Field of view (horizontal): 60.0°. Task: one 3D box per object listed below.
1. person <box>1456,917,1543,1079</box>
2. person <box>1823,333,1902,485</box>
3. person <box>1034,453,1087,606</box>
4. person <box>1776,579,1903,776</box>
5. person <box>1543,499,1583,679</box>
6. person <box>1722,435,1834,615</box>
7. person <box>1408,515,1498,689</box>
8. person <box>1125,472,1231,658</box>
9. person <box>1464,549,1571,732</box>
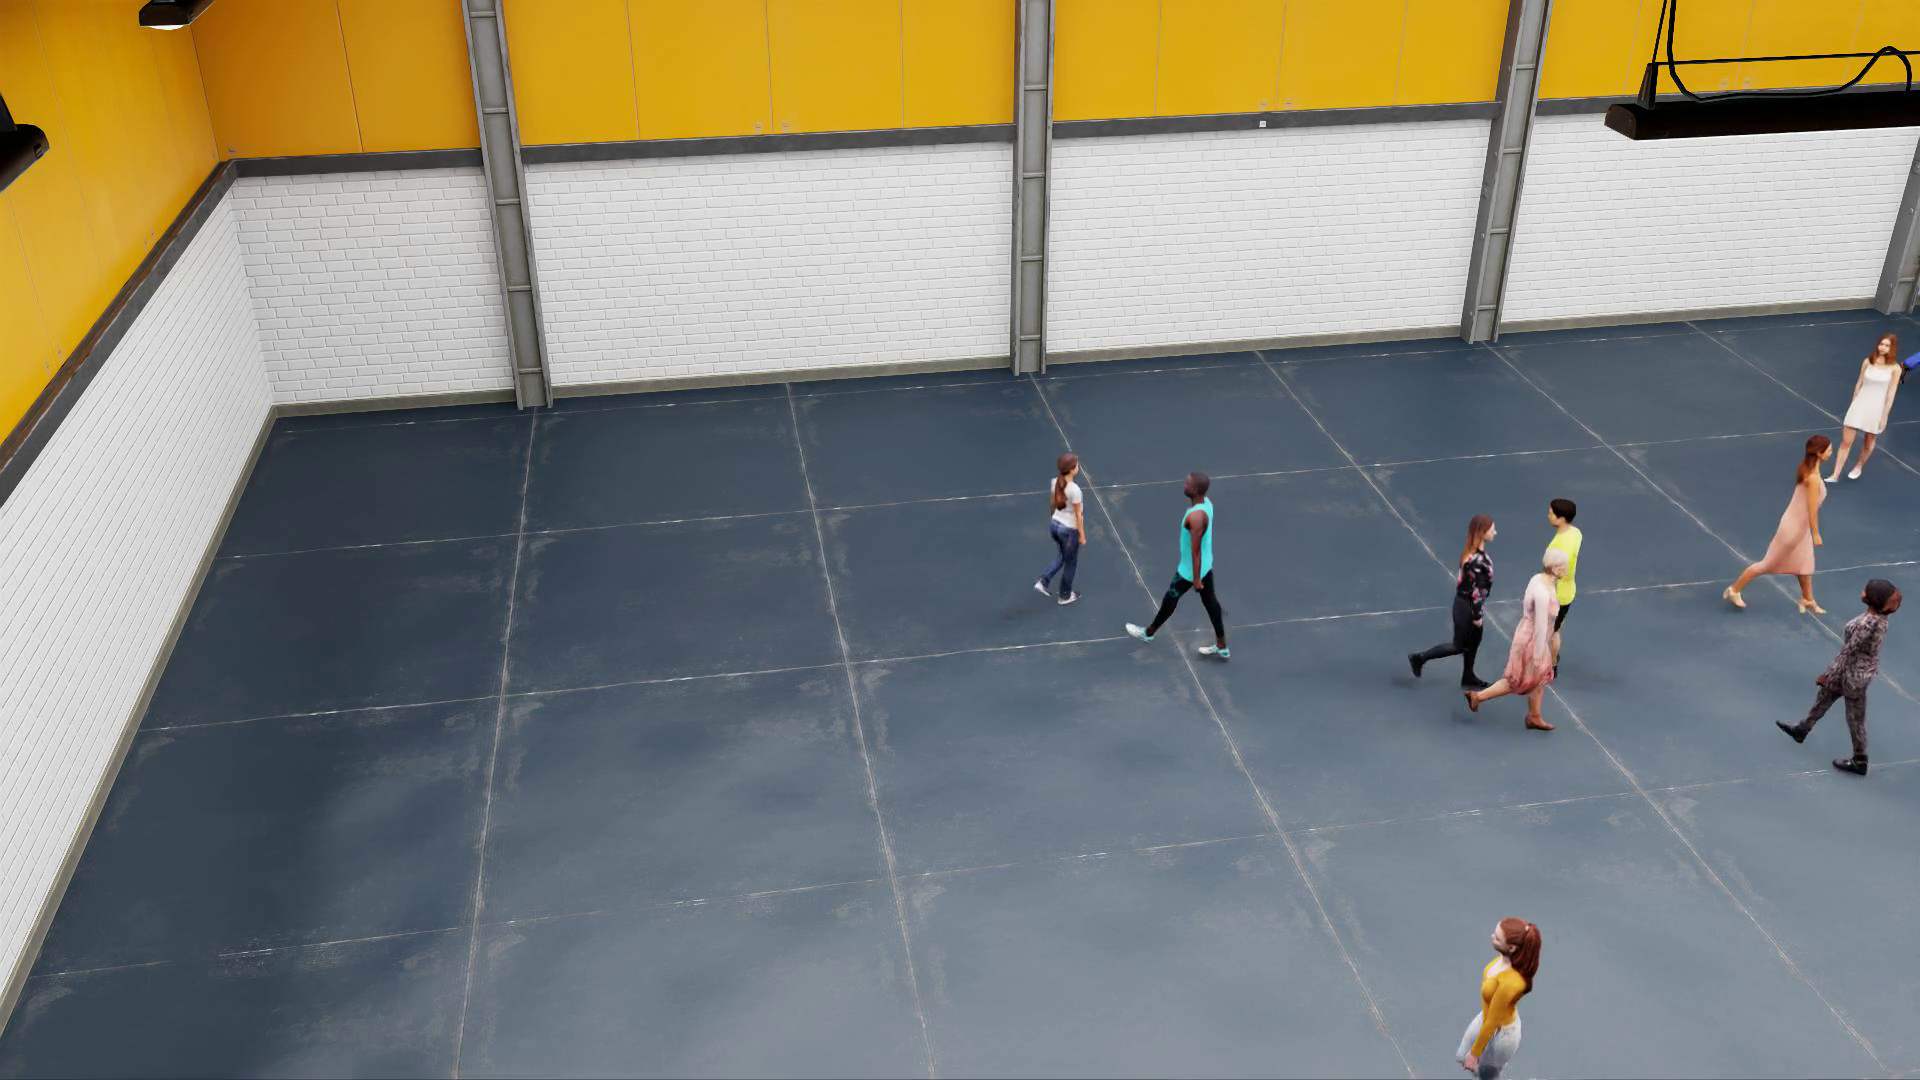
[{"bbox_3d":[3.219,2.915,9.695,0.745,1.739,0.706,9,30,15],"label":"person"},{"bbox_3d":[9.706,-1.413,17.679,0.906,1.691,1.038,25,37,38],"label":"person"},{"bbox_3d":[0.933,-0.077,15.382,0.798,1.547,0.682,-18,33,-29],"label":"person"},{"bbox_3d":[7.123,1.114,13.054,1.027,1.684,0.990,-25,38,-38],"label":"person"},{"bbox_3d":[5.221,0.432,14.292,0.795,1.696,0.774,10,30,18],"label":"person"},{"bbox_3d":[7.505,-0.100,15.172,1.199,1.788,1.009,12,31,20],"label":"person"},{"bbox_3d":[4.238,0.555,14.100,1.022,1.664,0.847,9,30,16],"label":"person"},{"bbox_3d":[2.155,0.272,14.517,1.249,1.762,1.061,12,31,20],"label":"person"},{"bbox_3d":[4.576,0.837,13.581,1.086,1.665,0.872,7,29,13],"label":"person"}]
